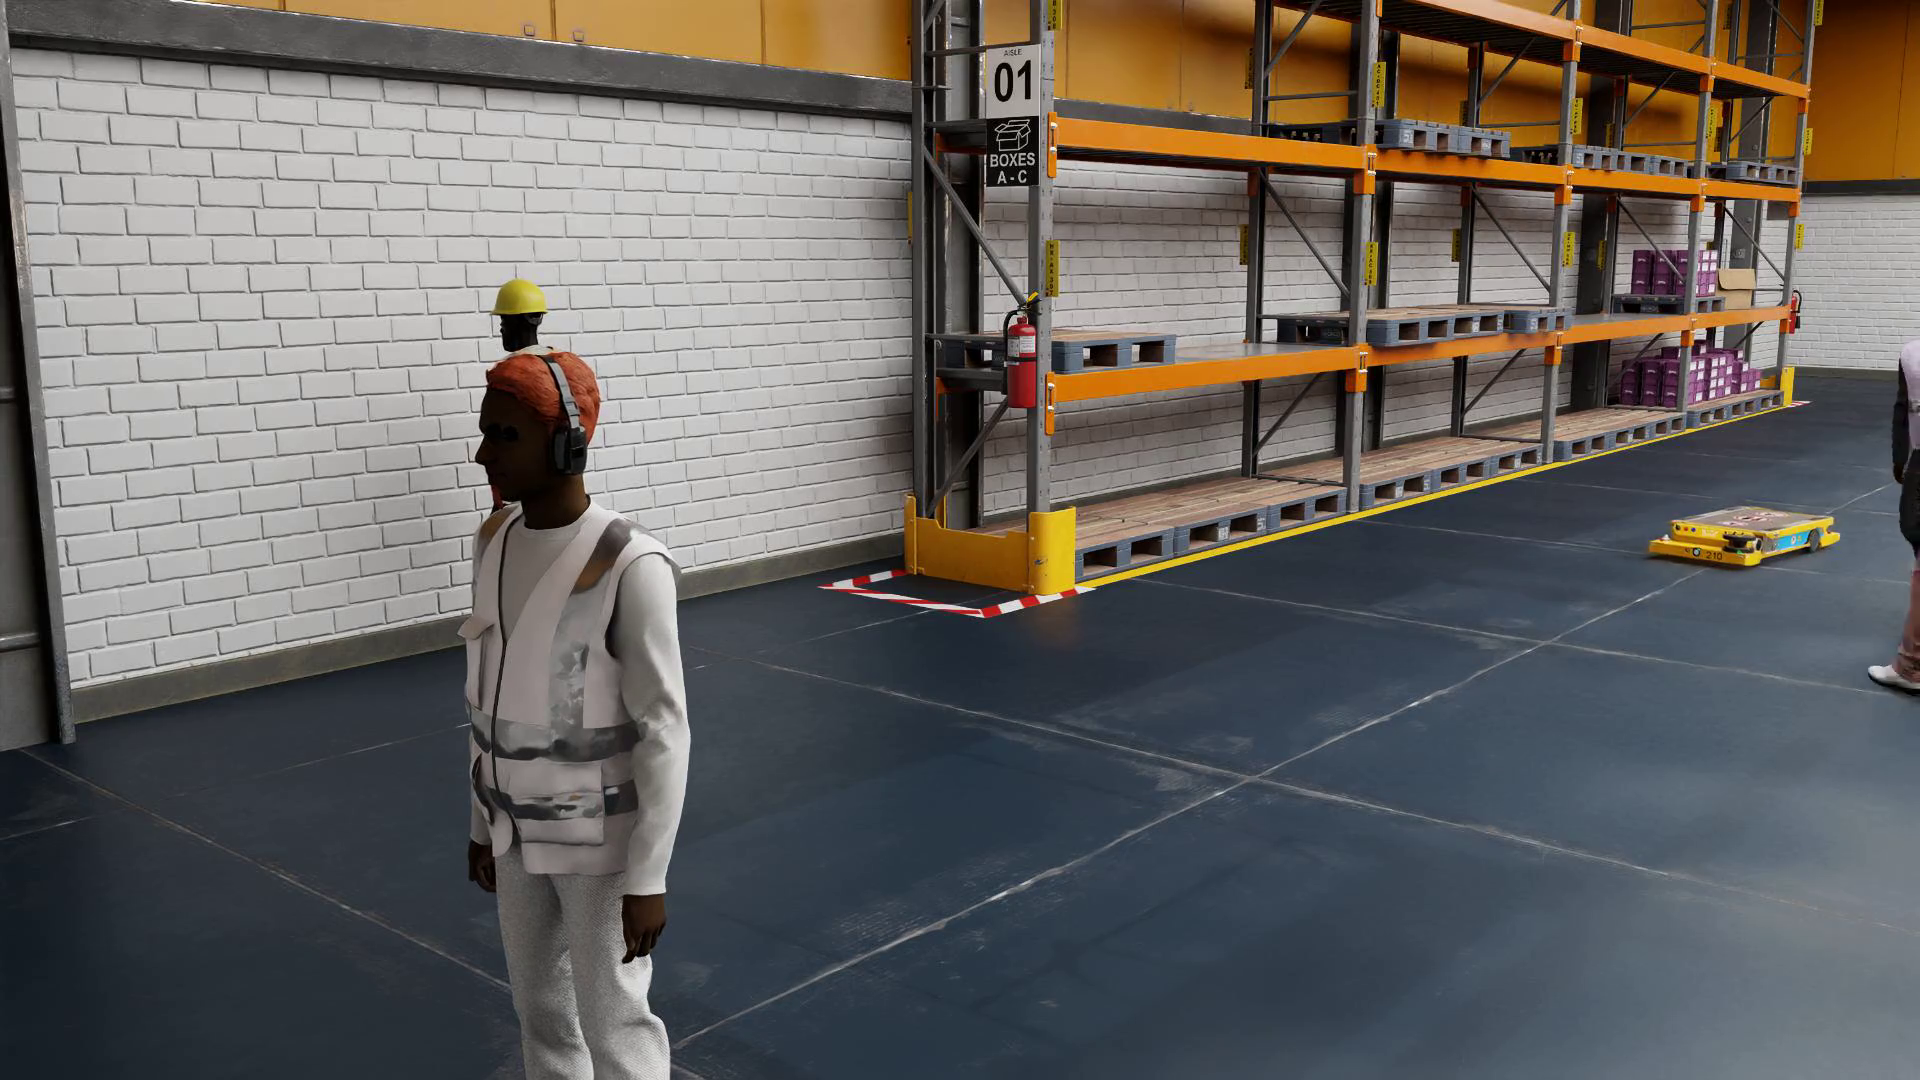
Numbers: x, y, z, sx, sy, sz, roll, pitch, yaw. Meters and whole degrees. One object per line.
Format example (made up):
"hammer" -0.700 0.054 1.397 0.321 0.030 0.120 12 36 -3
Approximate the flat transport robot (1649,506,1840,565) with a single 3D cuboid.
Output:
"flat transport robot" 5.381 -0.044 11.366 1.431 0.197 0.652 -8 13 -39

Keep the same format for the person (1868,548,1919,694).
"person" 4.599 -0.174 7.546 0.644 1.874 0.867 -1 10 -6

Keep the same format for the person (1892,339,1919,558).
"person" 5.466 -0.467 9.168 0.538 1.900 0.617 -8 13 -38

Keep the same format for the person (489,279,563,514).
"person" -2.078 -0.291 8.061 0.366 1.927 0.585 3 10 17

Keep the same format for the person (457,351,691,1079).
"person" -0.765 0.581 3.217 0.584 1.882 0.345 8 13 40
